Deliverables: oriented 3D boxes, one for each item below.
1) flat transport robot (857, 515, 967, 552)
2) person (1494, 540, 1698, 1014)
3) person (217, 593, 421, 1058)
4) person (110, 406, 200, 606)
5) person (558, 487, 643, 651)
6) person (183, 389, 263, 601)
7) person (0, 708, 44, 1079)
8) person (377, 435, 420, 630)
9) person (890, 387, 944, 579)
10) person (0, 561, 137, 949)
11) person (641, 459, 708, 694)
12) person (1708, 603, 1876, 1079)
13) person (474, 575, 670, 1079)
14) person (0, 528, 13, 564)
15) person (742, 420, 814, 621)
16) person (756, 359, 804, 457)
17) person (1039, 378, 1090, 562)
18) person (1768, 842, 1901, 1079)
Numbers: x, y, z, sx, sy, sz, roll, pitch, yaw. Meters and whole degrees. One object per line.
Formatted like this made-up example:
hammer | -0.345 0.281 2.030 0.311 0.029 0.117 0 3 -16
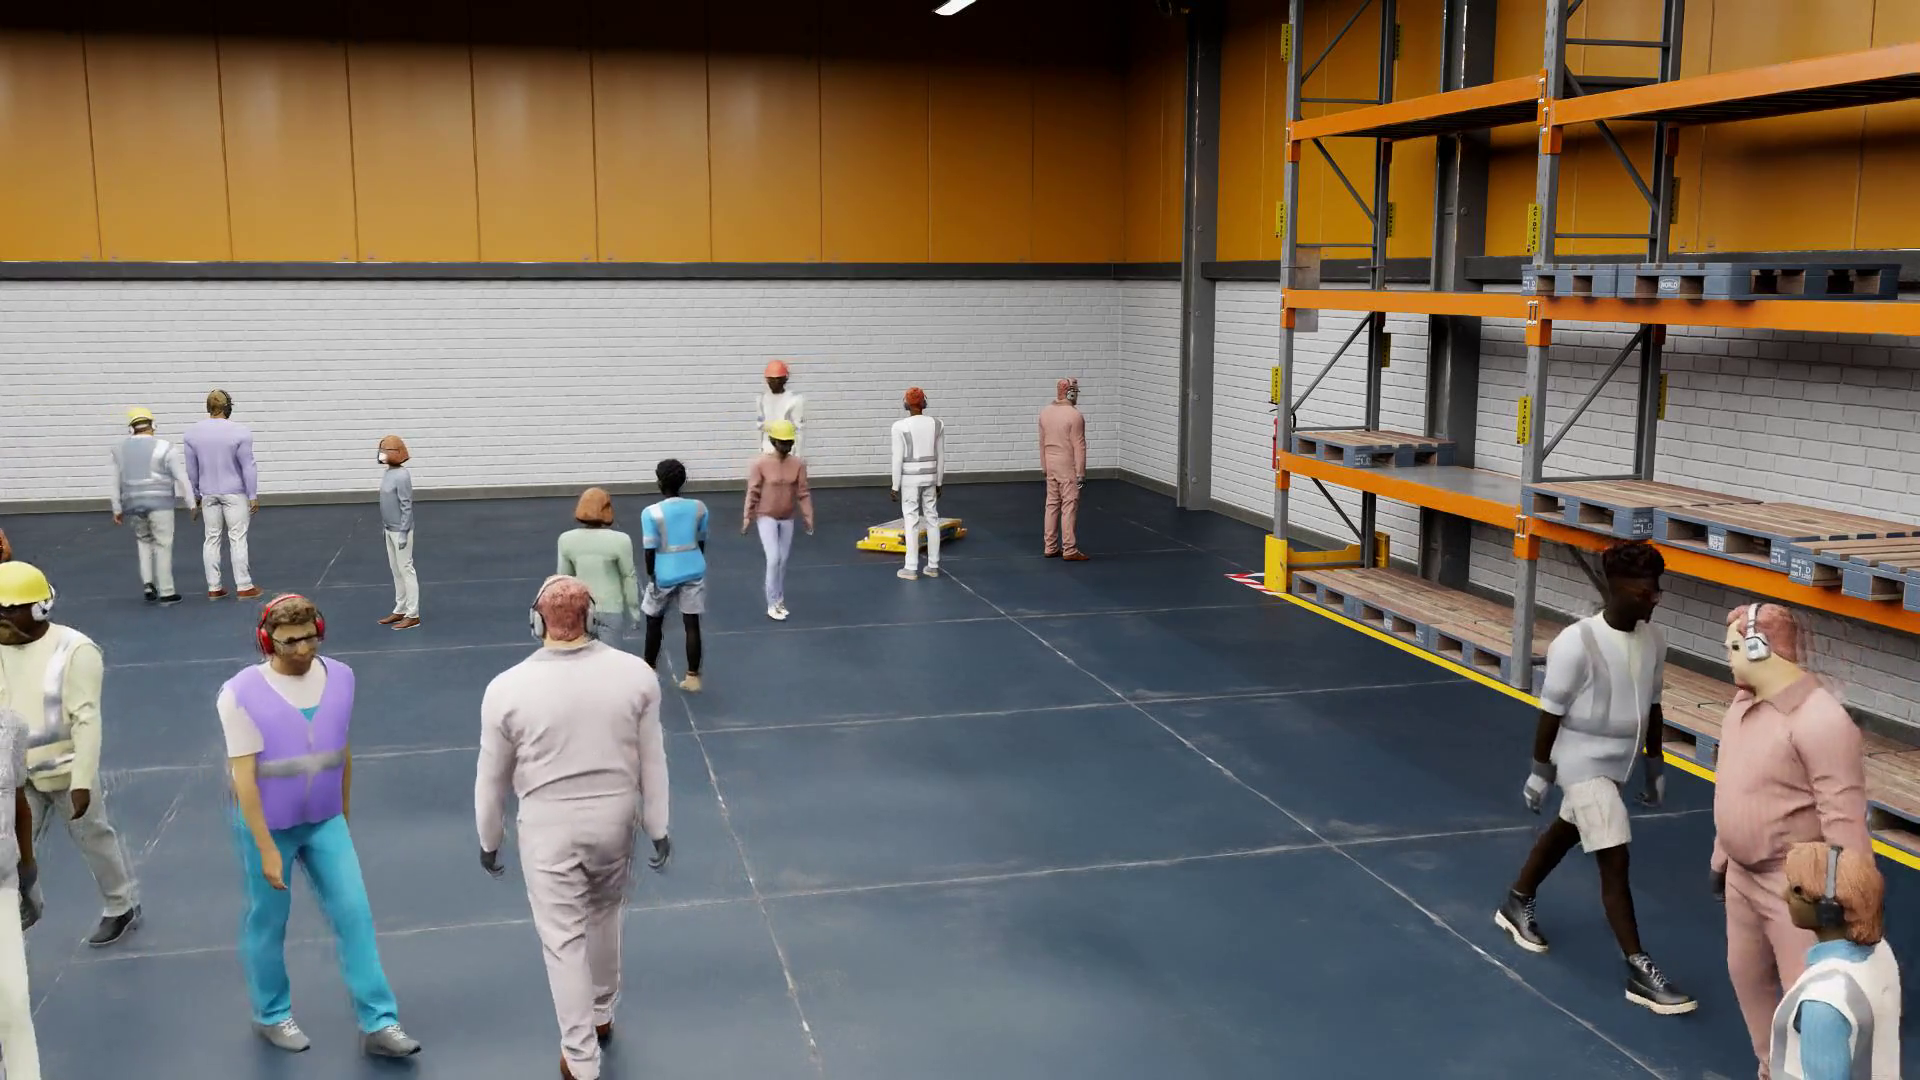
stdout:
flat transport robot | -0.511 -0.080 18.328 0.652 0.197 1.431 4 10 25
person | 2.681 0.921 7.009 0.614 1.905 1.059 -6 11 -32
person | -2.410 1.100 6.223 0.873 1.799 0.556 7 11 37
person | -7.258 -0.303 15.002 0.711 1.785 0.479 0 9 1
person | -2.318 0.463 10.738 0.508 1.628 0.336 2 9 13
person | -6.708 -0.404 15.161 0.635 1.937 0.354 0 9 3
person | -3.353 1.193 5.589 1.000 1.817 0.546 8 12 42
person | -4.752 -0.070 14.014 0.279 1.636 0.500 -7 11 -37
person | -0.415 -0.554 16.268 0.573 1.884 0.359 -5 10 -28
person | -3.899 0.969 7.083 0.599 1.789 0.926 1 9 9
person | -2.084 0.247 11.945 0.543 1.672 0.723 -6 11 -32
person | 2.825 1.160 5.650 0.474 1.865 0.779 -1 9 -4
person | -1.479 1.051 6.242 0.680 1.876 0.814 -5 10 -27
person | -5.400 0.692 9.310 0.506 1.628 0.277 -5 10 -29
person | -1.545 -0.166 14.293 0.591 1.733 0.692 -6 11 -33
person | -2.027 -1.024 18.764 0.608 2.031 0.473 3 10 21
person | 1.109 -0.734 17.322 0.403 1.906 0.651 -7 11 -35
person | 2.201 1.531 4.168 0.870 1.595 0.523 9 13 44
